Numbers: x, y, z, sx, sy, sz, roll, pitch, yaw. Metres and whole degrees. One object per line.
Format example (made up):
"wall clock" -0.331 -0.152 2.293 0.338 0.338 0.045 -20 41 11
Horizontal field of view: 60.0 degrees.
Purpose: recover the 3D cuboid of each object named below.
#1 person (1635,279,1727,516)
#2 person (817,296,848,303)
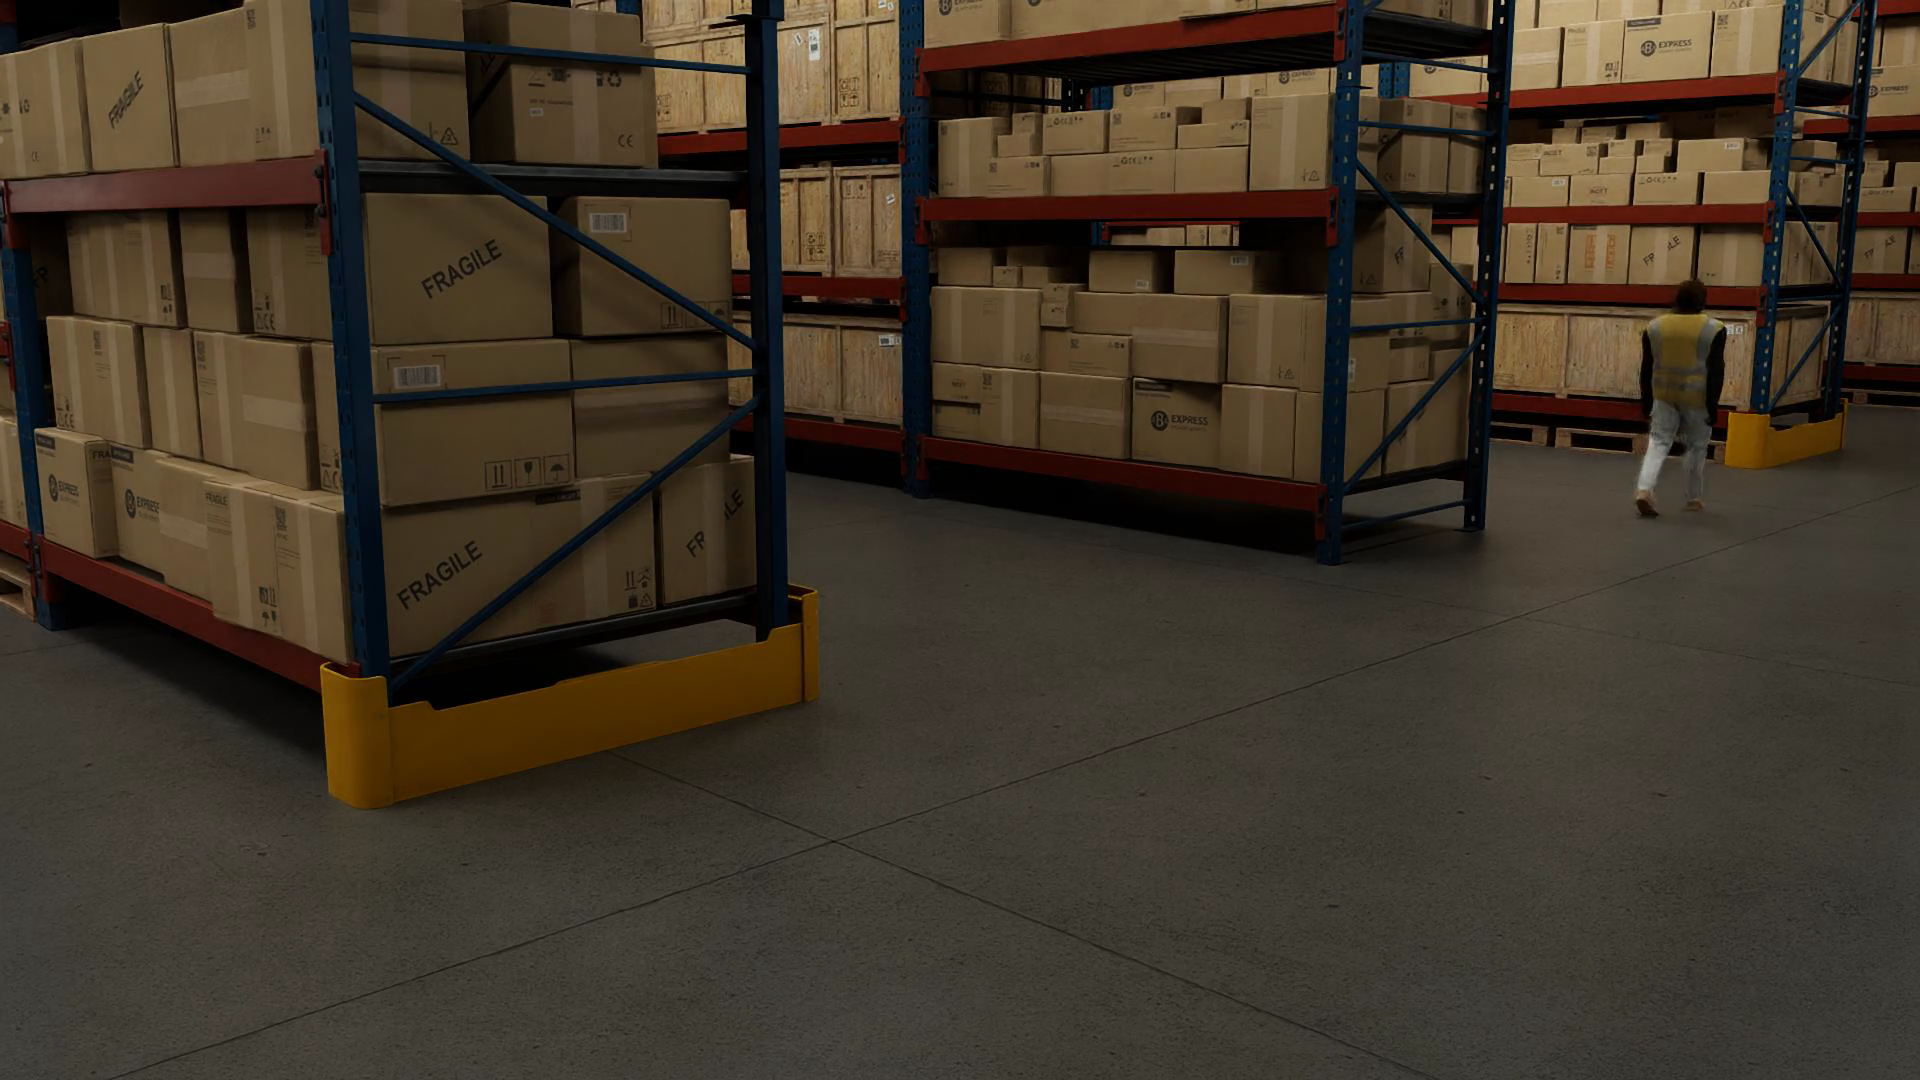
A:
"person" 5.467 -1.077 12.663 0.633 1.812 0.901 9 14 42
"person" -1.705 -2.912 22.194 0.446 1.981 0.635 8 13 38
